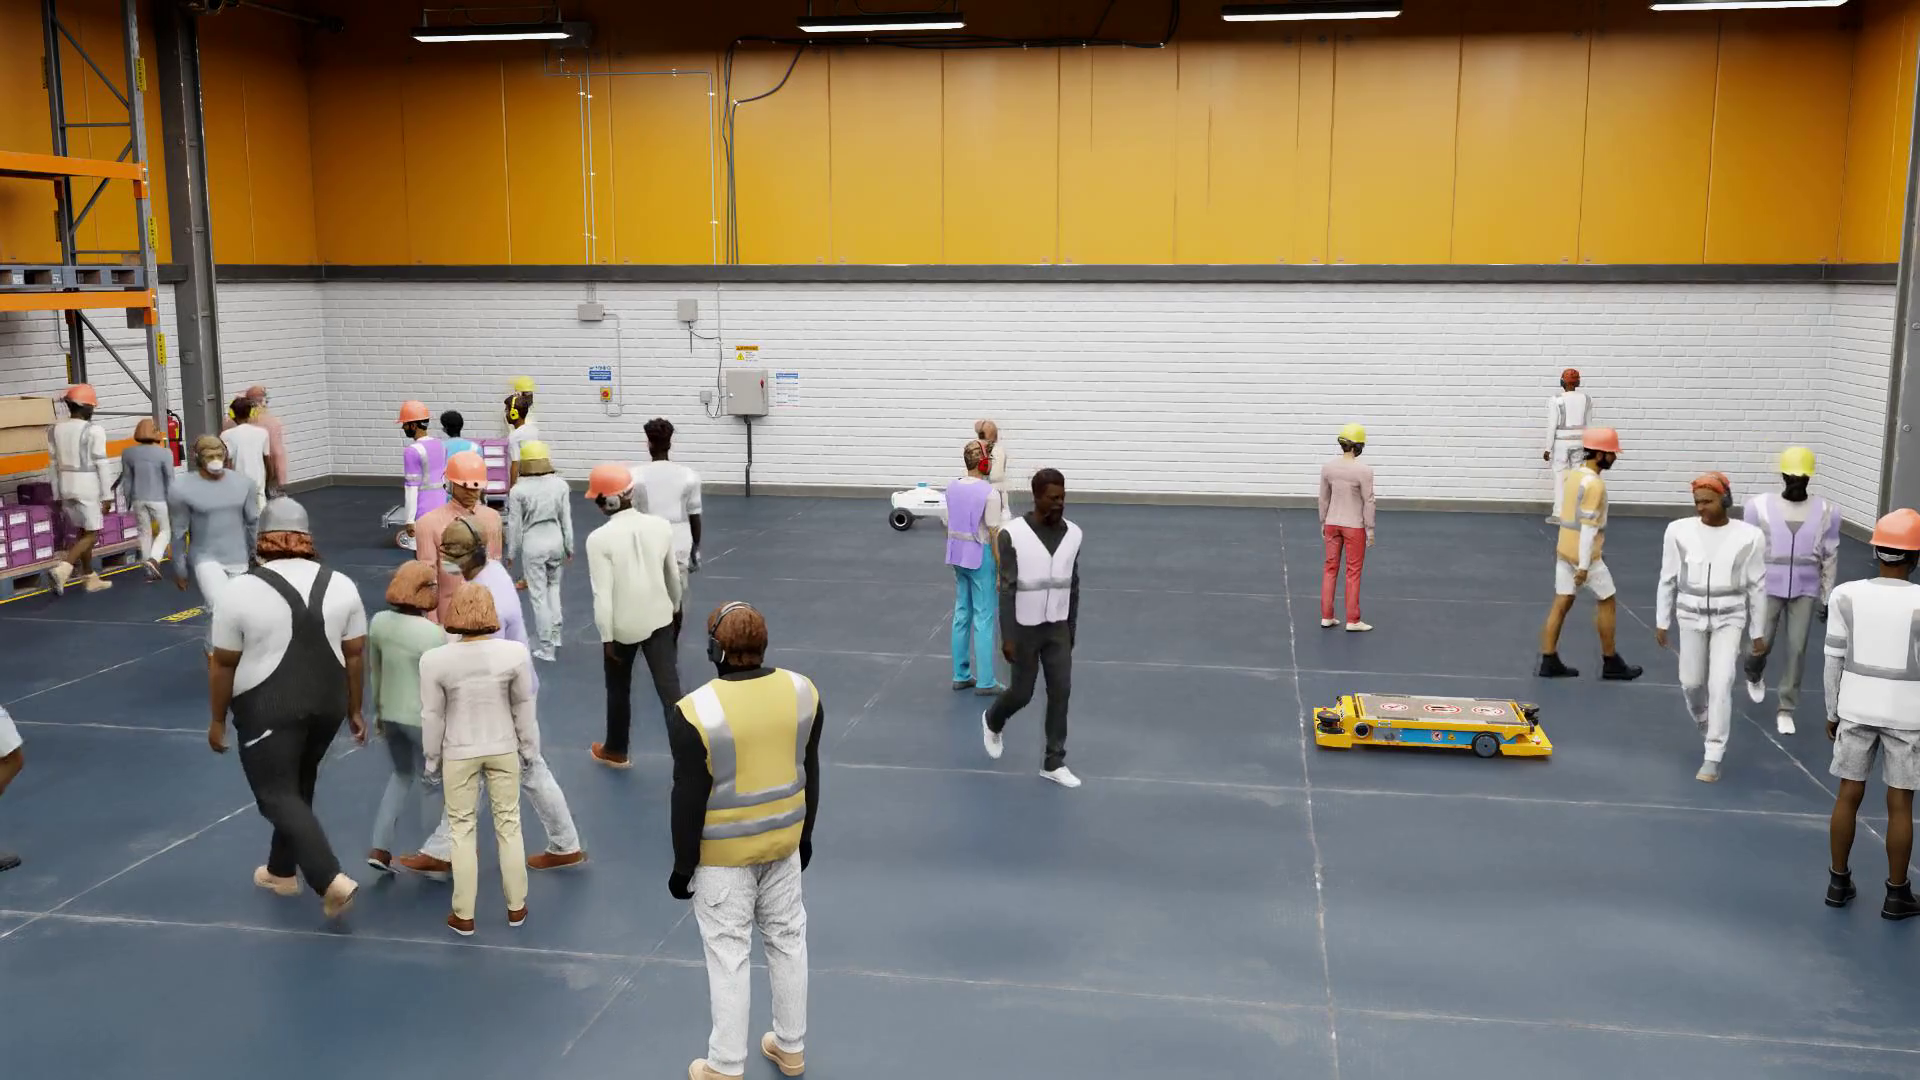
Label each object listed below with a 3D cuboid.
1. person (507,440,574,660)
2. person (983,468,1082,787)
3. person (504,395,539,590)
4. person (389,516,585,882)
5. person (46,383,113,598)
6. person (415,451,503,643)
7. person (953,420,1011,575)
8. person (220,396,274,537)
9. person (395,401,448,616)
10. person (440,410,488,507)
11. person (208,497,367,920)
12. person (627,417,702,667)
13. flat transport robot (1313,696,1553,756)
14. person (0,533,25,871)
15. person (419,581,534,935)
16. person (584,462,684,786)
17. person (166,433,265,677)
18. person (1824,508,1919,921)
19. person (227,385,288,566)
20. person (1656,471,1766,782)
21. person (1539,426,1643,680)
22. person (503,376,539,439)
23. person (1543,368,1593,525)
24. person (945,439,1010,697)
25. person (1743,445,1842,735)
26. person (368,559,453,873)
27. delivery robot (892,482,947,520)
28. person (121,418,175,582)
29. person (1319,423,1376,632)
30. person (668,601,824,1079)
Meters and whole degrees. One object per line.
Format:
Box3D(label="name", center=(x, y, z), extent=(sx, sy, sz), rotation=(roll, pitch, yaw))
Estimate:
Box3D(label="person", center=(-3.311, 0.074, 13.078), extent=(0.506, 1.721, 0.529), rotation=(-7, 12, -37))
Box3D(label="person", center=(0.433, 0.494, 9.960), extent=(0.602, 1.896, 0.730), rotation=(-5, 11, -30))
Box3D(label="person", center=(-4.179, -0.455, 15.954), extent=(0.328, 1.863, 0.508), rotation=(2, 9, 11))
Box3D(label="person", center=(-2.345, 0.793, 8.170), extent=(0.982, 1.870, 0.700), rotation=(-4, 10, -21))
Box3D(label="person", center=(-8.221, -0.443, 15.443), extent=(0.616, 2.015, 0.835), rotation=(2, 9, 15))
Box3D(label="person", center=(-2.935, 0.455, 9.917), extent=(0.393, 1.985, 0.610), rotation=(6, 11, 35))
Box3D(label="person", center=(0.322, -0.384, 16.325), extent=(0.507, 1.597, 0.878), rotation=(-9, 13, -44))
Box3D(label="person", center=(-7.039, -0.513, 16.492), extent=(0.976, 1.823, 0.551), rotation=(9, 13, 44))
Box3D(label="person", center=(-4.680, -0.252, 14.493), extent=(0.391, 1.927, 0.550), rotation=(3, 9, 15))
Box3D(label="person", center=(-4.901, -0.429, 16.299), extent=(0.567, 1.687, 0.492), rotation=(-4, 10, -24))
Box3D(label="person", center=(-3.121, 0.763, 7.836), extent=(0.940, 2.000, 0.690), rotation=(7, 12, 37))
Box3D(label="person", center=(-2.236, 0.052, 12.531), extent=(0.614, 1.948, 0.677), rotation=(-3, 10, -20))
Box3D(label="flat transport robot", center=(3.023, 1.179, 10.728), extent=(1.431, 0.197, 0.652), rotation=(2, 9, 10))
Box3D(label="person", center=(-4.923, 0.755, 8.291), extent=(0.539, 1.916, 0.412), rotation=(7, 12, 38))
Box3D(label="person", center=(-2.209, 0.997, 7.646), extent=(0.505, 1.633, 0.279), rotation=(-4, 10, -25))
Box3D(label="person", center=(-1.887, 0.493, 9.857), extent=(0.696, 1.936, 1.034), rotation=(-7, 11, -37))
Box3D(label="person", center=(-5.426, 0.152, 12.095), extent=(0.997, 1.902, 0.631), rotation=(8, 12, 41))
Box3D(label="person", center=(4.356, 0.815, 7.833), extent=(0.545, 1.939, 0.354), rotation=(9, 13, 44))
Box3D(label="person", center=(-7.145, -0.629, 16.976), extent=(0.669, 1.889, 0.479), rotation=(3, 10, 16))
Box3D(label="person", center=(4.595, 0.481, 10.181), extent=(0.611, 1.857, 0.817), rotation=(5, 11, 30))
Box3D(label="person", center=(4.747, 0.103, 12.374), extent=(0.854, 1.898, 0.547), rotation=(-1, 9, -4))
Box3D(label="person", center=(-5.144, -1.041, 19.726), extent=(0.619, 1.808, 0.609), rotation=(3, 9, 15))
Box3D(label="person", center=(7.302, -1.117, 19.983), extent=(0.579, 1.882, 0.342), rotation=(-2, 9, -9))
Box3D(label="person", center=(0.109, 0.200, 11.930), extent=(0.389, 1.847, 0.567), rotation=(-8, 12, -39))
Box3D(label="person", center=(5.490, 0.304, 11.075), extent=(0.596, 1.913, 0.646), rotation=(3, 10, 18))
Box3D(label="person", center=(-2.716, 0.898, 8.276), extent=(0.546, 1.629, 0.405), rotation=(5, 10, 28))
Box3D(label="delivery robot", center=(-0.443, -0.448, 19.653), extent=(0.707, 0.478, 0.477), rotation=(1, 9, 4))
Box3D(label="person", center=(-7.900, -0.370, 16.176), extent=(0.511, 1.622, 0.457), rotation=(-1, 9, -4))
Box3D(label="person", center=(3.289, -0.109, 14.094), extent=(0.328, 1.767, 0.532), rotation=(-8, 12, -42))
Box3D(label="person", center=(-0.805, 1.133, 6.156), extent=(0.620, 1.845, 0.430), rotation=(-7, 12, -38))
